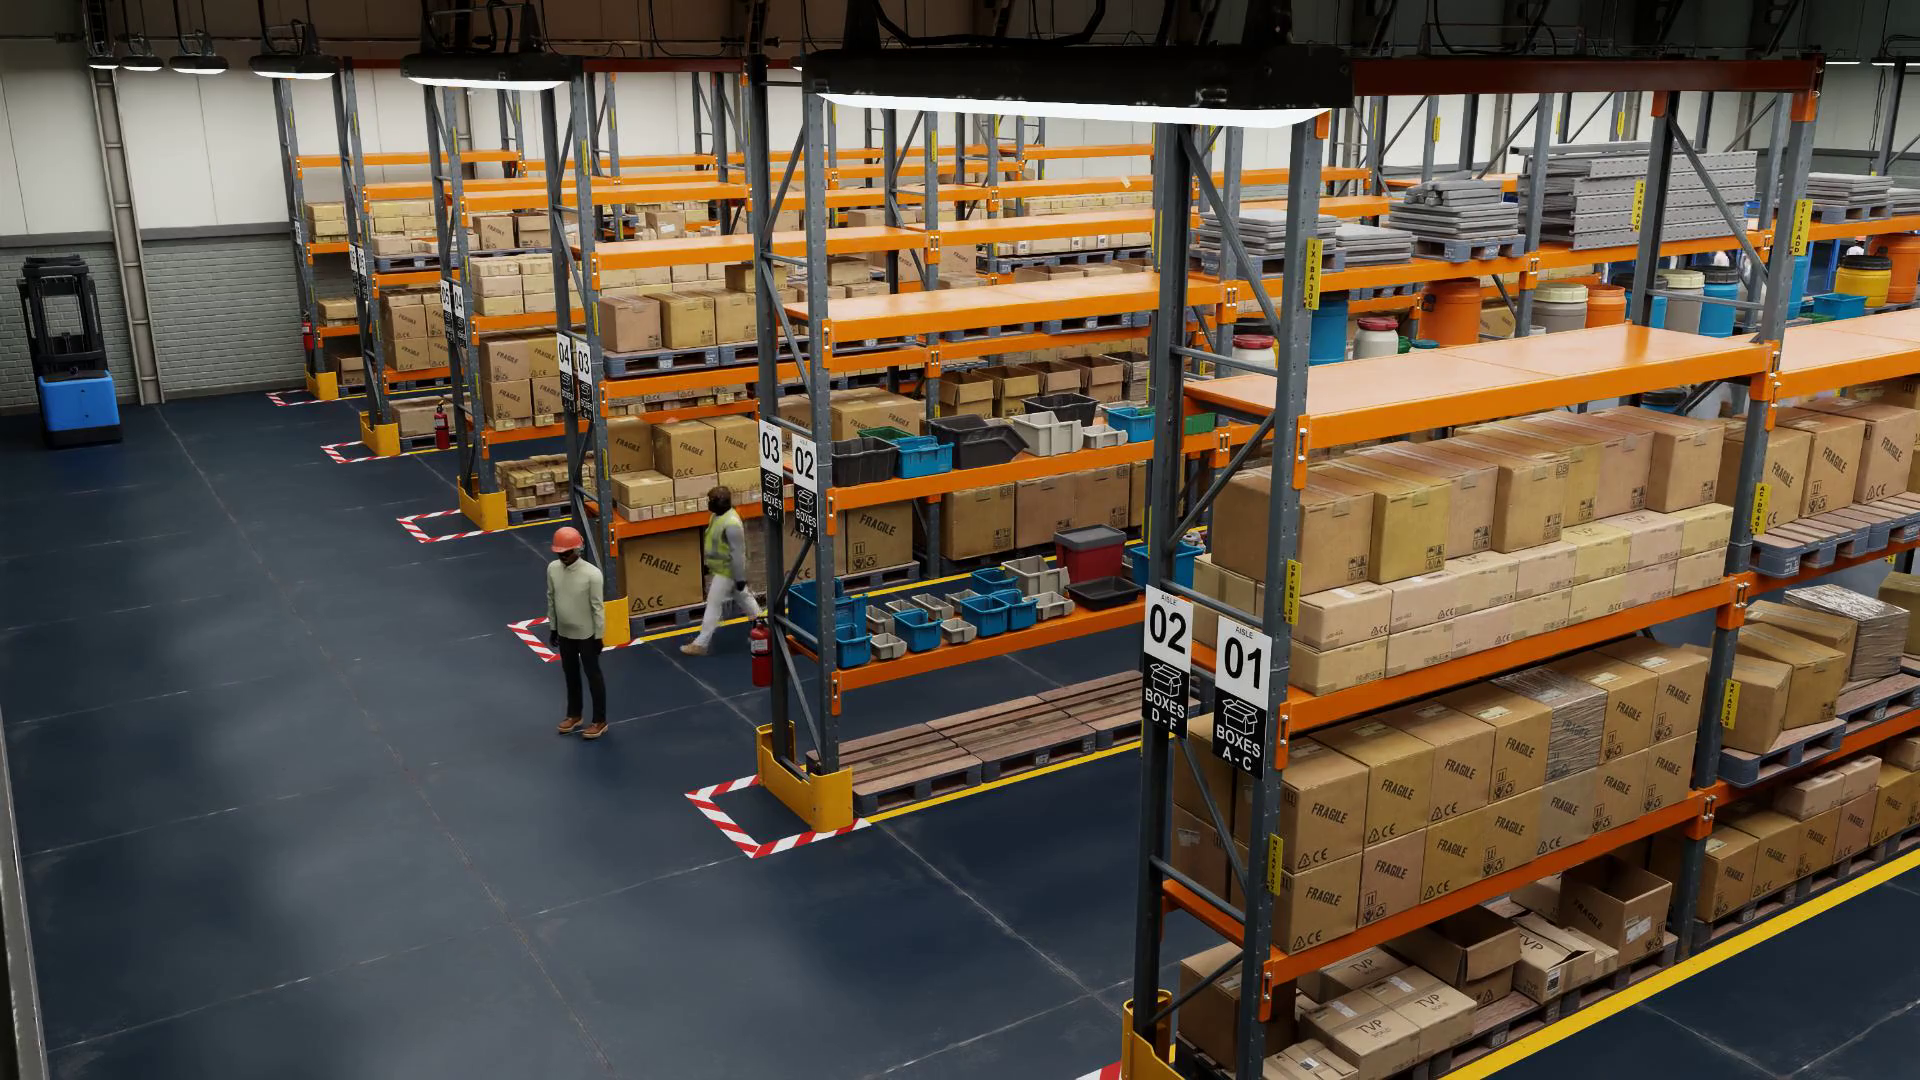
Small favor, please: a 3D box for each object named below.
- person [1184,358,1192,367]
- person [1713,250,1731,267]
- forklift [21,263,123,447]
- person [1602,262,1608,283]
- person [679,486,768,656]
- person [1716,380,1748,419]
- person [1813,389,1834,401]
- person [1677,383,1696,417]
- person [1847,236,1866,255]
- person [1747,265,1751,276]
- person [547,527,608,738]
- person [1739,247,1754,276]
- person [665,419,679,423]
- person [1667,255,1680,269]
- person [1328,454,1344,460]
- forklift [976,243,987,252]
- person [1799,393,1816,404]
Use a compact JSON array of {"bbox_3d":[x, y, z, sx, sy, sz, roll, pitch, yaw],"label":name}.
[{"bbox_3d":[3.429,-1.979,24.132,0.289,1.633,0.500,-12,20,-33],"label":"person"},{"bbox_3d":[18.096,-6.169,37.514,1.035,1.848,0.661,6,18,20],"label":"person"},{"bbox_3d":[-14.518,-3.079,25.708,1.129,2.768,1.873,-10,20,-31],"label":"forklift"},{"bbox_3d":[17.802,-8.051,43.664,0.519,1.865,0.318,-8,19,-24],"label":"person"},{"bbox_3d":[-2.423,0.292,16.435,1.010,1.797,0.620,-5,18,-16],"label":"person"},{"bbox_3d":[12.469,-2.600,25.623,0.606,1.975,1.050,-4,17,-13],"label":"person"},{"bbox_3d":[12.096,-1.579,22.341,0.619,1.918,0.645,-1,17,-5],"label":"person"},{"bbox_3d":[11.578,-2.578,25.456,0.602,2.019,0.497,-6,18,-20],"label":"person"},{"bbox_3d":[21.799,-6.497,38.434,0.359,1.938,0.545,-3,17,-10],"label":"person"},{"bbox_3d":[18.524,-5.861,36.872,0.366,1.627,0.524,4,17,13],"label":"person"},{"bbox_3d":[-3.491,0.825,14.346,0.615,1.987,0.407,8,19,26],"label":"person"},{"bbox_3d":[19.967,-6.911,39.822,0.565,1.913,0.586,14,22,38],"label":"person"},{"bbox_3d":[-3.406,-0.511,18.899,0.442,1.915,0.587,-7,18,-22],"label":"person"},{"bbox_3d":[19.233,-7.666,42.168,0.622,1.994,0.381,13,21,36],"label":"person"},{"bbox_3d":[4.331,-0.206,18.357,0.667,1.615,0.535,-10,20,-30],"label":"person"},{"bbox_3d":[0.988,-5.474,34.718,1.214,2.155,2.313,-10,20,-31],"label":"forklift"},{"bbox_3d":[11.966,-1.599,22.424,0.672,1.911,0.601,15,23,41],"label":"person"}]
